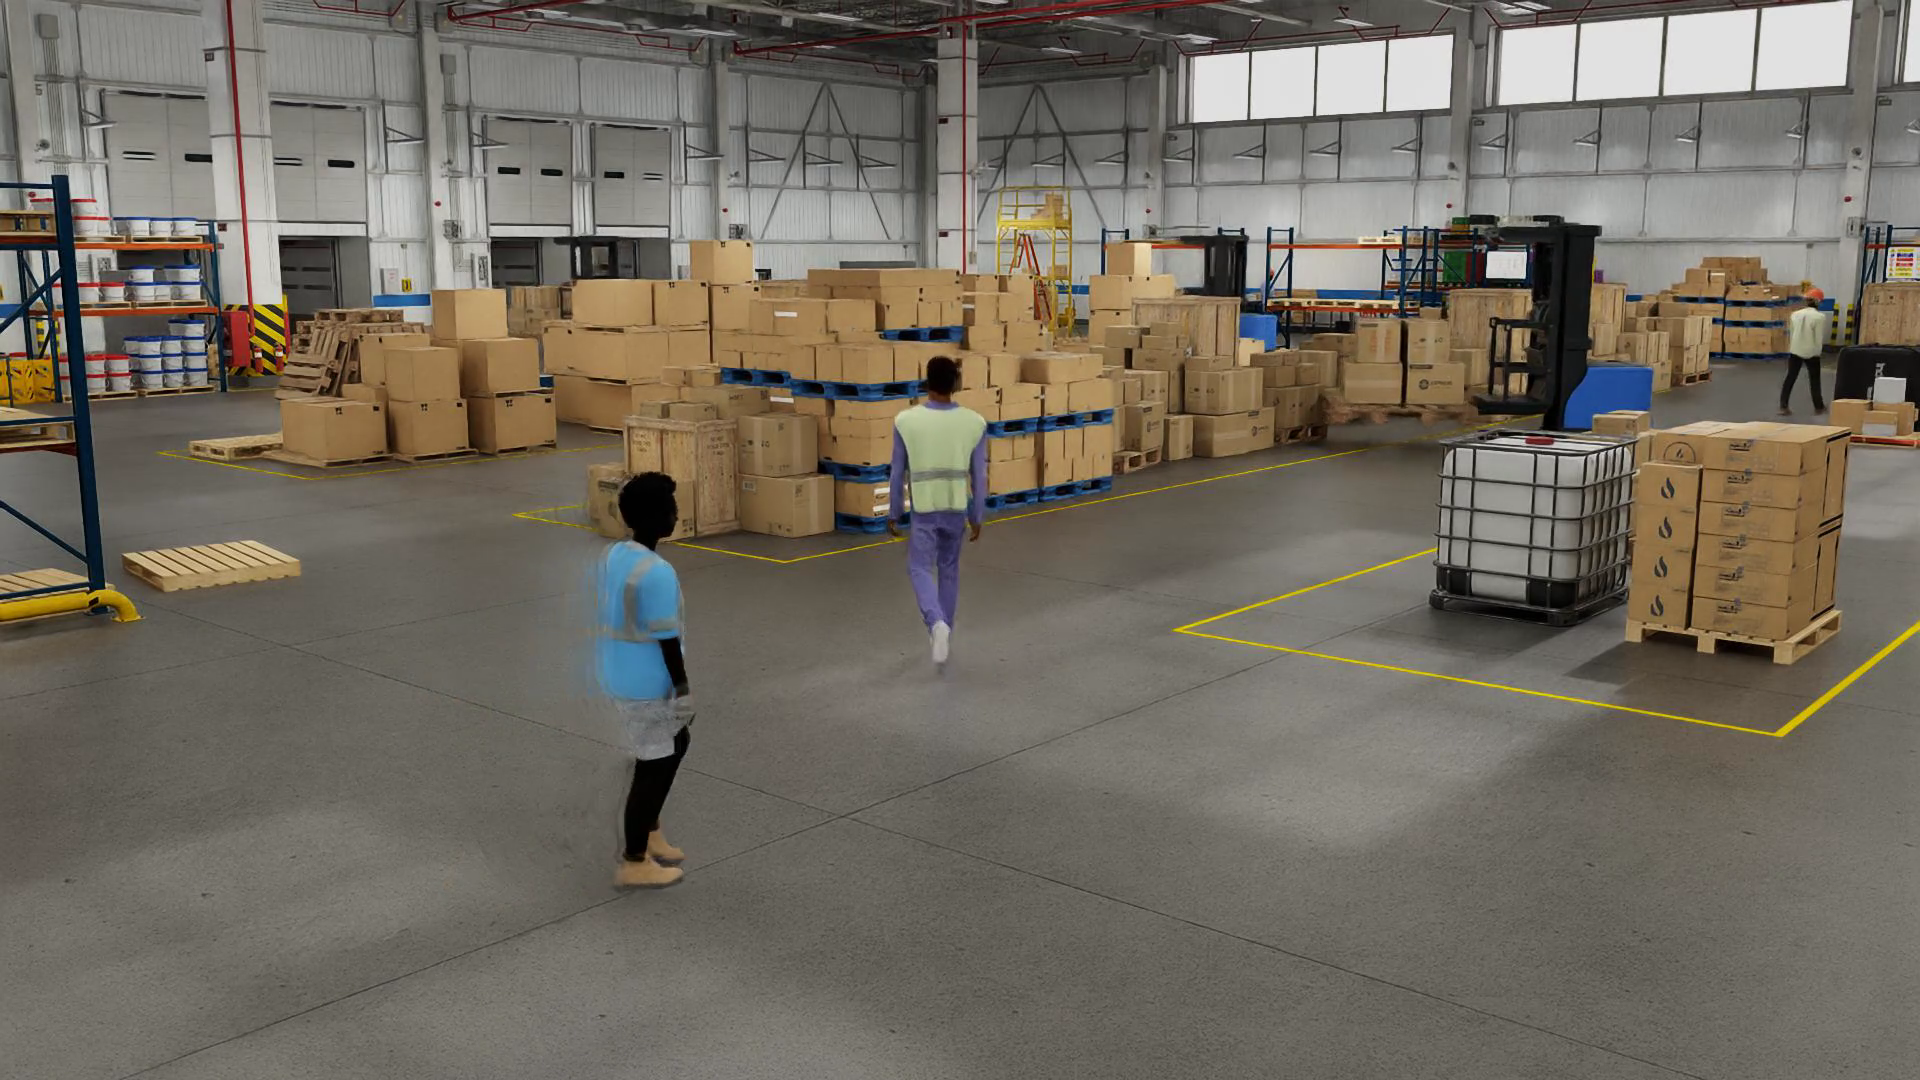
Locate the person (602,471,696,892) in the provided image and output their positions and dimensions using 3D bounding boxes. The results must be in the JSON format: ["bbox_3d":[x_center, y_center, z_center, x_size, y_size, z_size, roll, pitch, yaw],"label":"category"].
[{"bbox_3d":[-1.193,0.562,6.600,0.437,1.678,0.547,-5,11,-27],"label":"person"}]

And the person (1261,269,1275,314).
[{"bbox_3d":[8.916,-6.842,48.033,0.358,1.938,0.545,-5,11,-28],"label":"person"}]

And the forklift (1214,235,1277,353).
[{"bbox_3d":[5.998,-5.336,36.775,1.873,2.768,1.129,8,13,40],"label":"forklift"}]

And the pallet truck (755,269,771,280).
[{"bbox_3d":[-4.996,-6.432,45.525,1.885,1.965,0.823,-6,12,-32],"label":"pallet truck"}]

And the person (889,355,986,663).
[{"bbox_3d":[-0.123,-0.186,10.262,0.597,1.901,0.766,-2,10,-14],"label":"person"}]

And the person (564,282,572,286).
[{"bbox_3d":[-11.070,-6.455,46.773,0.521,1.615,0.756,7,12,35],"label":"person"}]

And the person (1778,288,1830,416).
[{"bbox_3d":[12.887,-2.856,25.336,1.023,1.947,0.622,-6,11,-30],"label":"person"}]

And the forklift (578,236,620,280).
[{"bbox_3d":[-8.242,-5.589,38.213,1.873,2.768,1.129,8,13,40],"label":"forklift"}]

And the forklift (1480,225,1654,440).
[{"bbox_3d":[7.708,-2.567,21.005,1.873,2.768,1.129,1,10,7],"label":"forklift"}]
